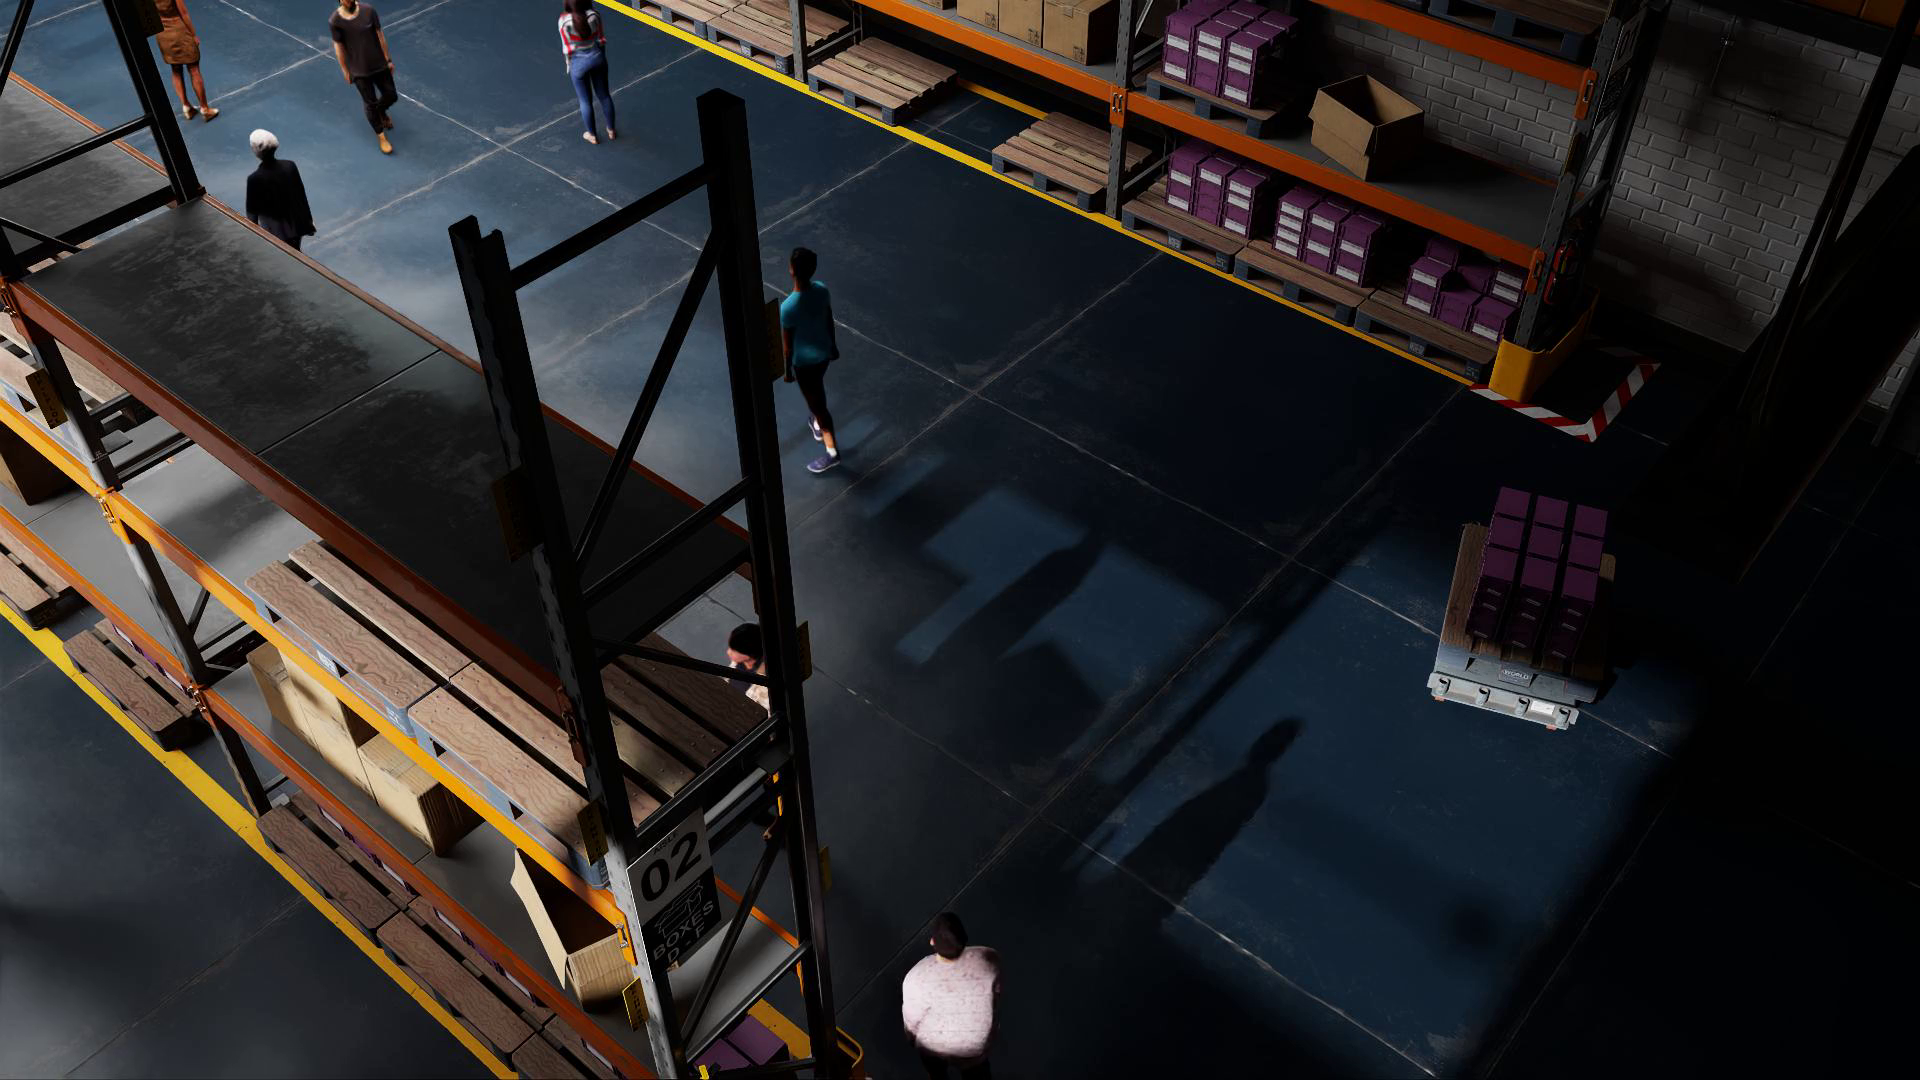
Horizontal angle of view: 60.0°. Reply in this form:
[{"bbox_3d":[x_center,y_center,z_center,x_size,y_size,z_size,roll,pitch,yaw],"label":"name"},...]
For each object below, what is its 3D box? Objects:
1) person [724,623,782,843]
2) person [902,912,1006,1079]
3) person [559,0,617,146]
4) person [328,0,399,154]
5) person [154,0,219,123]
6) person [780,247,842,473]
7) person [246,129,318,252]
[{"bbox_3d":[-1.167,1.128,9.780,0.727,1.794,0.611,-19,47,-19],"label":"person"},{"bbox_3d":[-0.019,2.492,8.400,1.019,1.723,1.143,-11,45,-11],"label":"person"},{"bbox_3d":[-3.556,-4.563,15.885,0.654,1.613,0.631,-20,47,-20],"label":"person"},{"bbox_3d":[-5.662,-4.561,15.818,0.757,1.703,0.891,-26,49,-25],"label":"person"},{"bbox_3d":[-7.632,-4.888,16.175,0.608,1.684,0.707,6,44,7],"label":"person"},{"bbox_3d":[-1.078,-1.336,12.400,0.755,1.749,0.699,23,48,22],"label":"person"},{"bbox_3d":[-5.524,-2.488,13.677,1.125,1.736,0.829,24,48,23],"label":"person"}]
